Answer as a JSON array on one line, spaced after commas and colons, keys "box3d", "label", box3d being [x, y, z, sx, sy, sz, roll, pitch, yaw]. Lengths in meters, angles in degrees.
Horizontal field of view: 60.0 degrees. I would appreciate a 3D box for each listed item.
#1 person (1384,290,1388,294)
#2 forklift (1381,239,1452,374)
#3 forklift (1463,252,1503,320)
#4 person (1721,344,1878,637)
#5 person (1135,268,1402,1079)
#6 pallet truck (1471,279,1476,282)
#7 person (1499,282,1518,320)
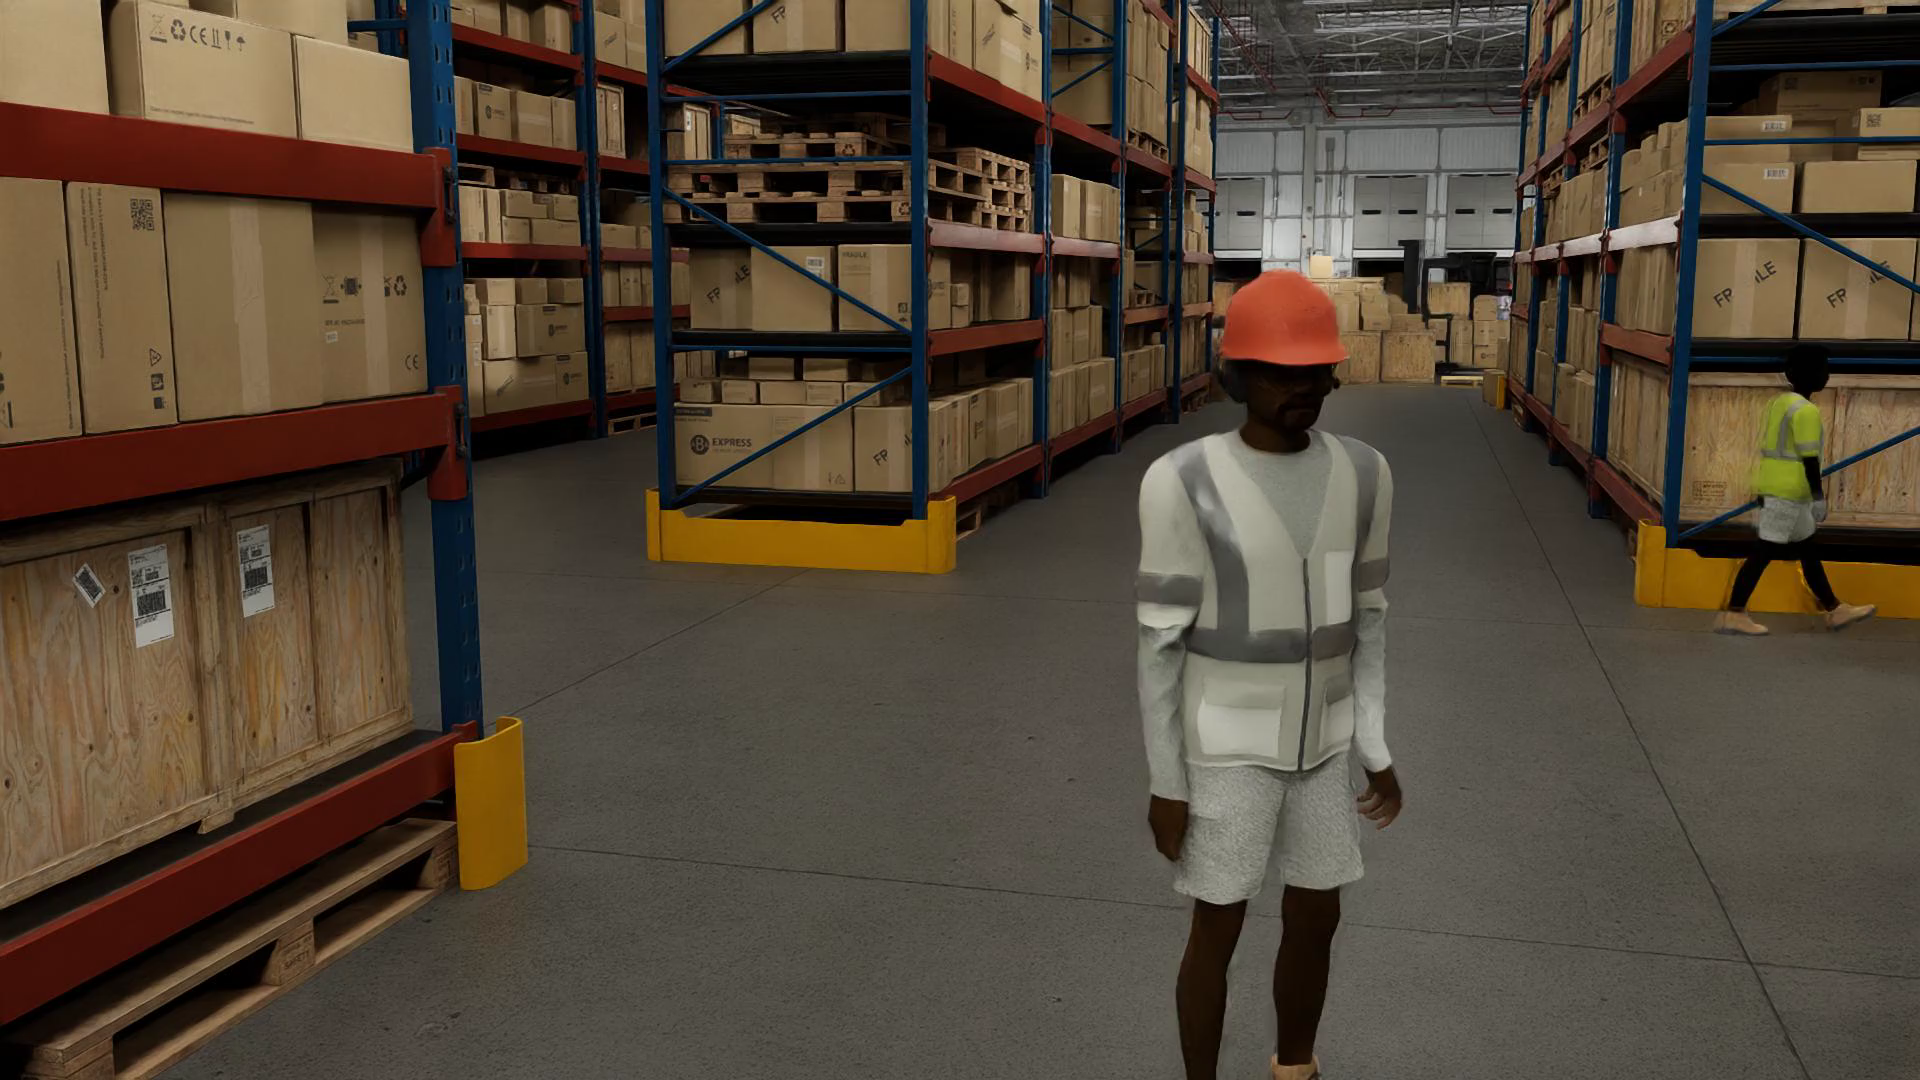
[{"box3d": [14.131, -7.727, 56.033, 0.994, 1.890, 0.645, -2, 9, -13], "label": "person"}, {"box3d": [9.466, -4.935, 35.124, 1.873, 2.768, 1.129, 2, 9, 15], "label": "forklift"}, {"box3d": [15.695, -7.336, 50.379, 1.129, 2.768, 1.873, -2, 9, -11], "label": "forklift"}, {"box3d": [4.735, -0.259, 9.292, 0.875, 1.646, 0.544, 2, 9, 13], "label": "person"}, {"box3d": [0.684, 0.439, 3.640, 0.611, 2.043, 0.382, -3, 10, -21], "label": "person"}, {"box3d": [18.896, -8.459, 60.307, 1.885, 1.965, 0.823, 5, 10, 31], "label": "pallet truck"}, {"box3d": [15.174, -6.168, 46.026, 0.551, 1.916, 0.747, -1, 9, -5], "label": "person"}]
